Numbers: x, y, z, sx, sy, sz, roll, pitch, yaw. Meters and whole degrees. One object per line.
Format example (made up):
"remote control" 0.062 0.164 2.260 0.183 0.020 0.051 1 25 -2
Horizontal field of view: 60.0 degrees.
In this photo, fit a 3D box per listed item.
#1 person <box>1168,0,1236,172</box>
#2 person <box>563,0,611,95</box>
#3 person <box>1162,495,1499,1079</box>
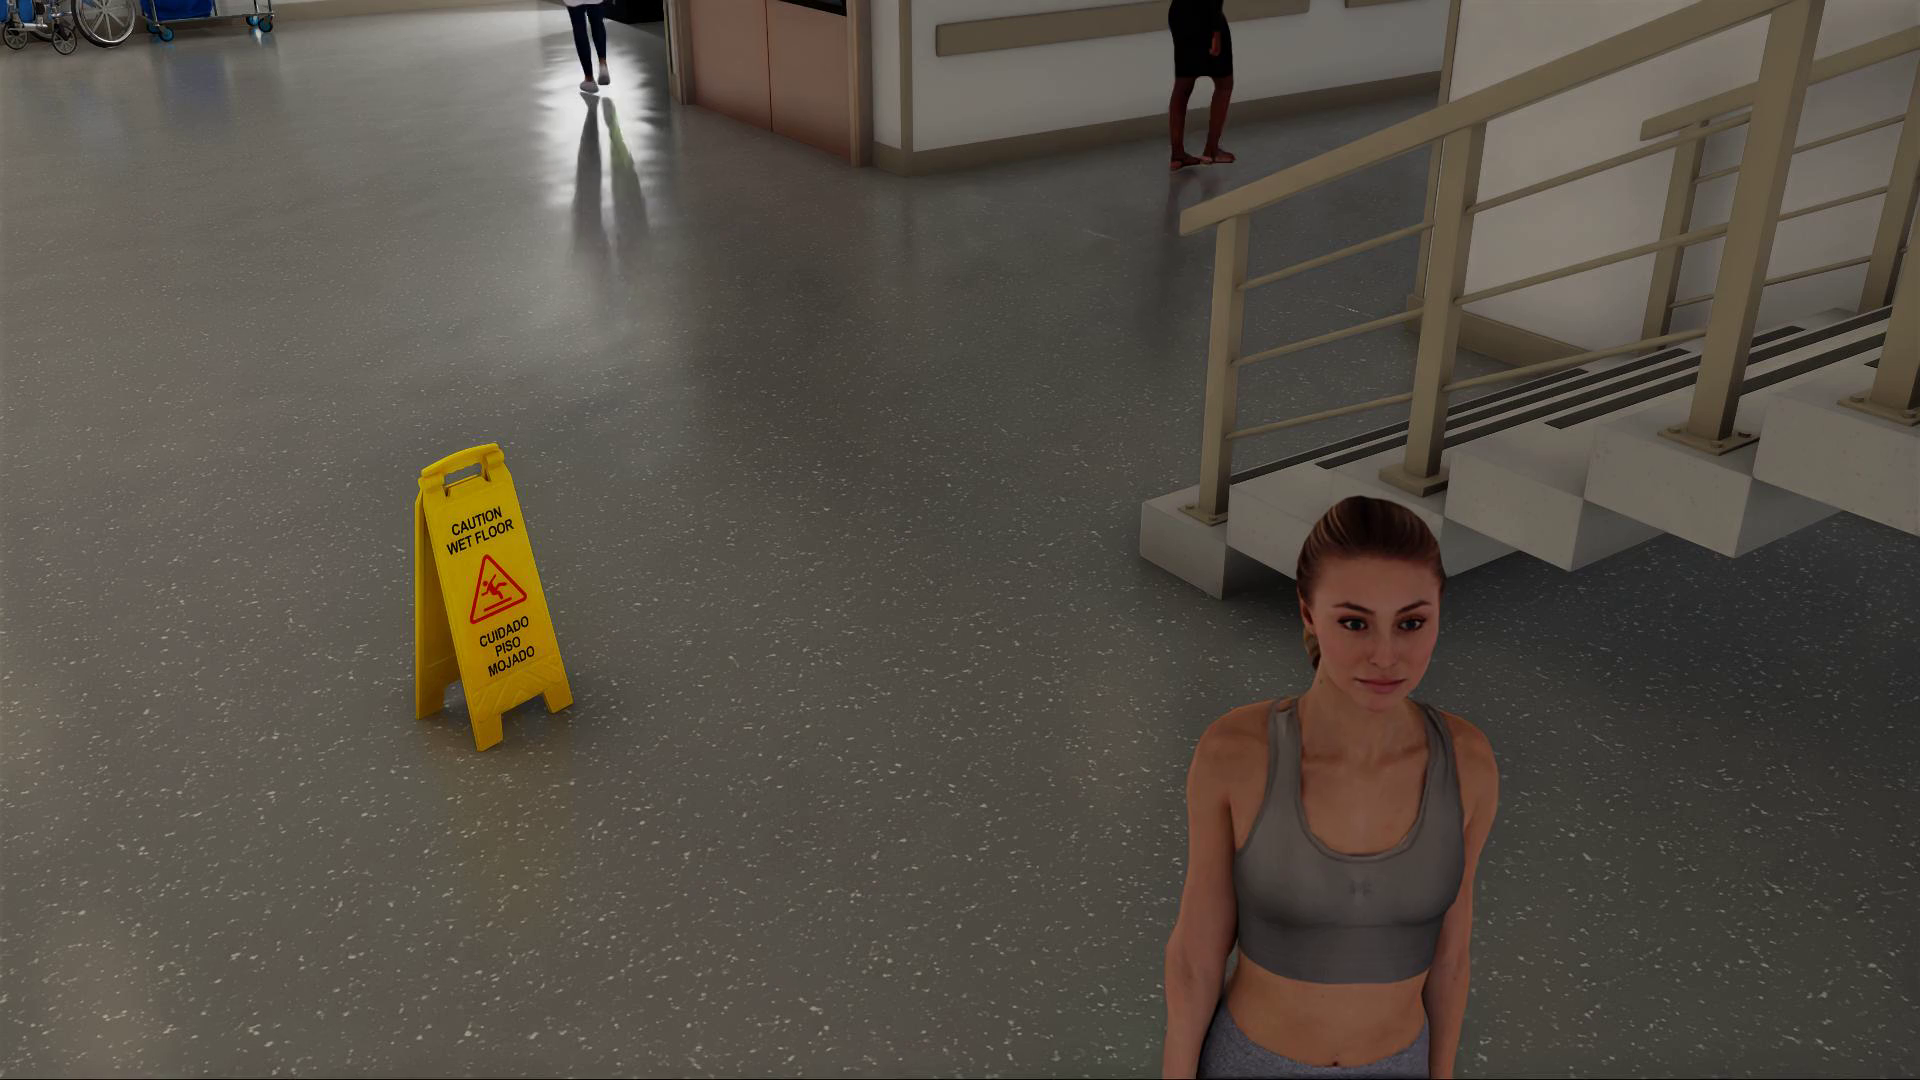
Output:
"person" 1.389 -3.109 10.159 0.700 1.710 0.597 -18 31 -32
"person" -2.805 -4.229 12.412 0.661 1.771 0.642 -14 29 -26
"person" 0.456 0.728 2.210 0.656 1.704 0.691 -2 26 -4
